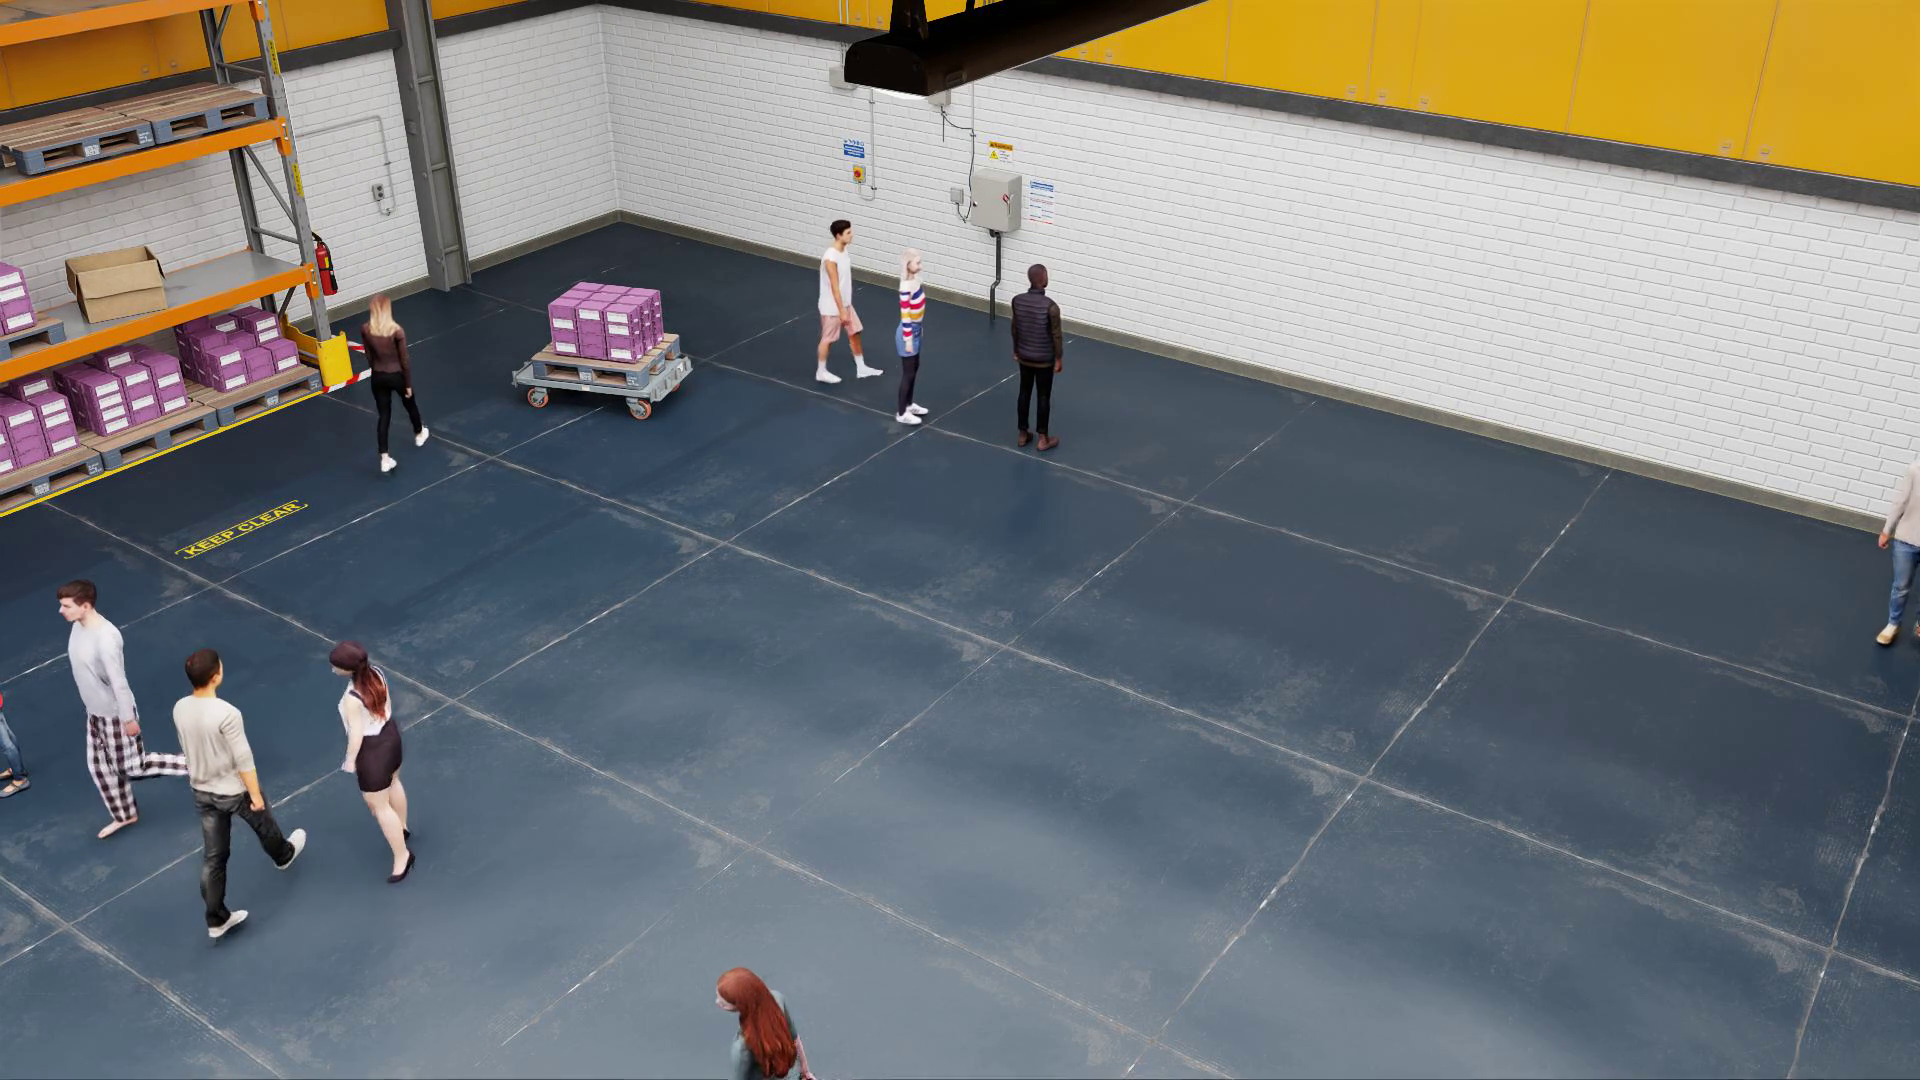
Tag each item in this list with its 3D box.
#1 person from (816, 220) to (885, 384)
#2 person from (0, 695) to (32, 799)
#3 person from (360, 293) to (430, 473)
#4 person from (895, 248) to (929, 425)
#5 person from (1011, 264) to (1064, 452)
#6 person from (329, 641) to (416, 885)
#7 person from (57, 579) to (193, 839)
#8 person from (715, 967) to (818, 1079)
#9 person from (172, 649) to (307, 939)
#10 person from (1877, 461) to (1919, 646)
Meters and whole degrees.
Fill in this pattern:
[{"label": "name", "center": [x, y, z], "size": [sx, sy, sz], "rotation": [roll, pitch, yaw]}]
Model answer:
[{"label": "person", "center": [-1.372, -2.455, 17.277], "size": [0.885, 1.756, 0.956], "rotation": [10, 30, 17]}, {"label": "person", "center": [-6.529, 1.116, 11.196], "size": [0.599, 1.310, 0.567], "rotation": [-15, 32, -25]}, {"label": "person", "center": [-5.357, -1.438, 15.516], "size": [1.000, 1.657, 1.212], "rotation": [2, 29, 4]}, {"label": "person", "center": [-0.505, -2.032, 16.448], "size": [0.767, 1.807, 0.588], "rotation": [6, 29, 11]}, {"label": "person", "center": [0.724, -1.749, 15.897], "size": [0.691, 1.837, 0.555], "rotation": [18, 33, 29]}, {"label": "person", "center": [-3.665, 1.306, 10.507], "size": [0.902, 1.636, 0.771], "rotation": [8, 30, 15]}, {"label": "person", "center": [-5.419, 1.050, 10.777], "size": [0.694, 1.827, 0.995], "rotation": [23, 36, 36]}, {"label": "person", "center": [-0.831, 2.683, 7.911], "size": [0.744, 1.704, 0.635], "rotation": [18, 33, 29]}, {"label": "person", "center": [-4.452, 1.558, 9.925], "size": [0.996, 1.752, 1.275], "rotation": [7, 29, 12]}, {"label": "person", "center": [7.352, -0.005, 12.663], "size": [0.822, 1.872, 0.704], "rotation": [9, 30, 16]}]
